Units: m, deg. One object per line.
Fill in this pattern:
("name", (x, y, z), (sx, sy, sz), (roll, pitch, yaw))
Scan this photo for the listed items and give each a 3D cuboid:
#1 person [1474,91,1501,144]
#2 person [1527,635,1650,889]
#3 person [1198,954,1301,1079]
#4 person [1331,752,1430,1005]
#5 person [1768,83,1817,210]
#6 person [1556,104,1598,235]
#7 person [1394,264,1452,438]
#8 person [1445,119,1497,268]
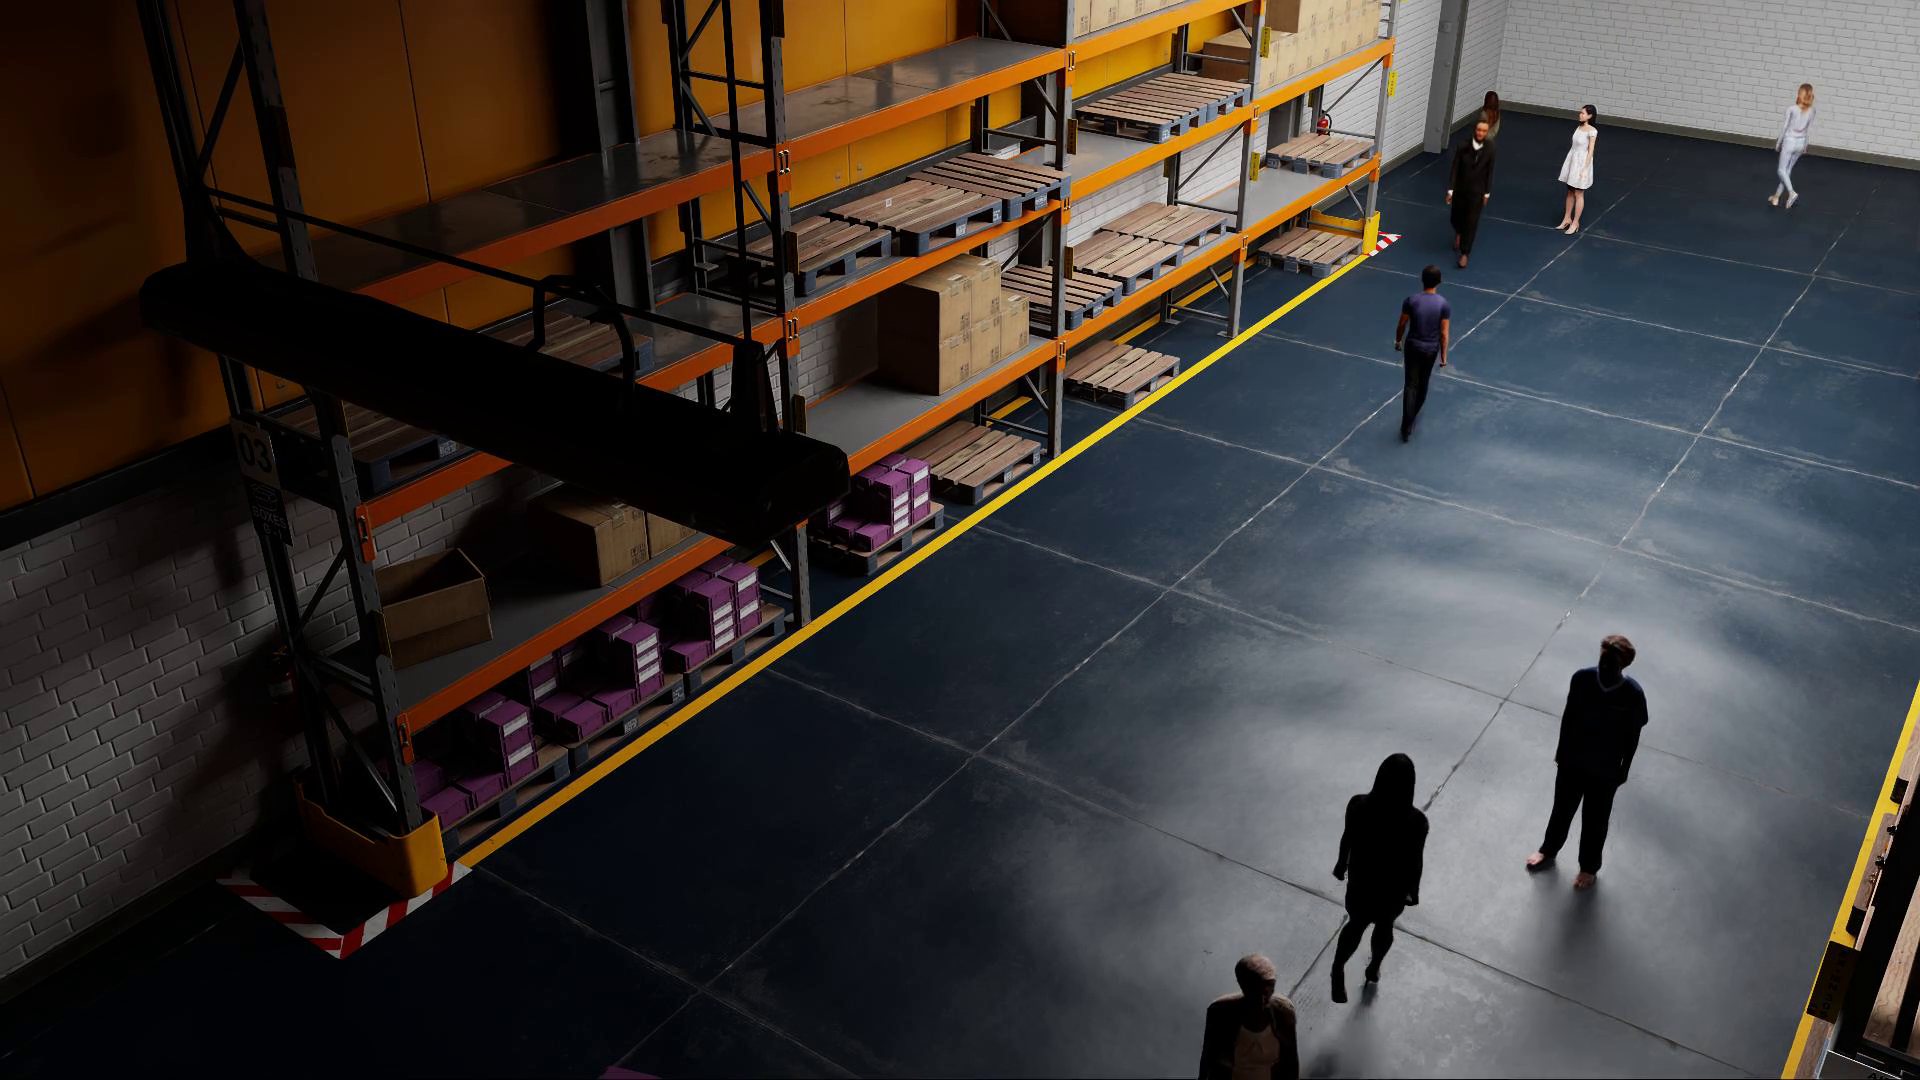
("person", (7.808, -5.933, 24.734), (0.546, 1.475, 0.697), (-20, 34, -32))
("person", (4.122, 1.420, 10.840), (0.685, 1.870, 0.575), (23, 36, 36))
("person", (1.443, 2.752, 8.552), (0.983, 1.724, 1.073), (-3, 29, -6))
("person", (2.442, 2.075, 9.824), (0.706, 1.694, 0.925), (16, 33, 27))
("person", (11.947, -5.597, 23.800), (0.986, 1.779, 1.131), (0, 29, 0))
("person", (8.518, -5.113, 22.917), (0.828, 1.774, 0.775), (-7, 29, -12))
("person", (4.720, -1.905, 17.068), (0.972, 1.744, 1.236), (6, 29, 11))
("person", (6.697, -4.599, 21.862), (0.845, 1.883, 1.209), (11, 31, 20))
